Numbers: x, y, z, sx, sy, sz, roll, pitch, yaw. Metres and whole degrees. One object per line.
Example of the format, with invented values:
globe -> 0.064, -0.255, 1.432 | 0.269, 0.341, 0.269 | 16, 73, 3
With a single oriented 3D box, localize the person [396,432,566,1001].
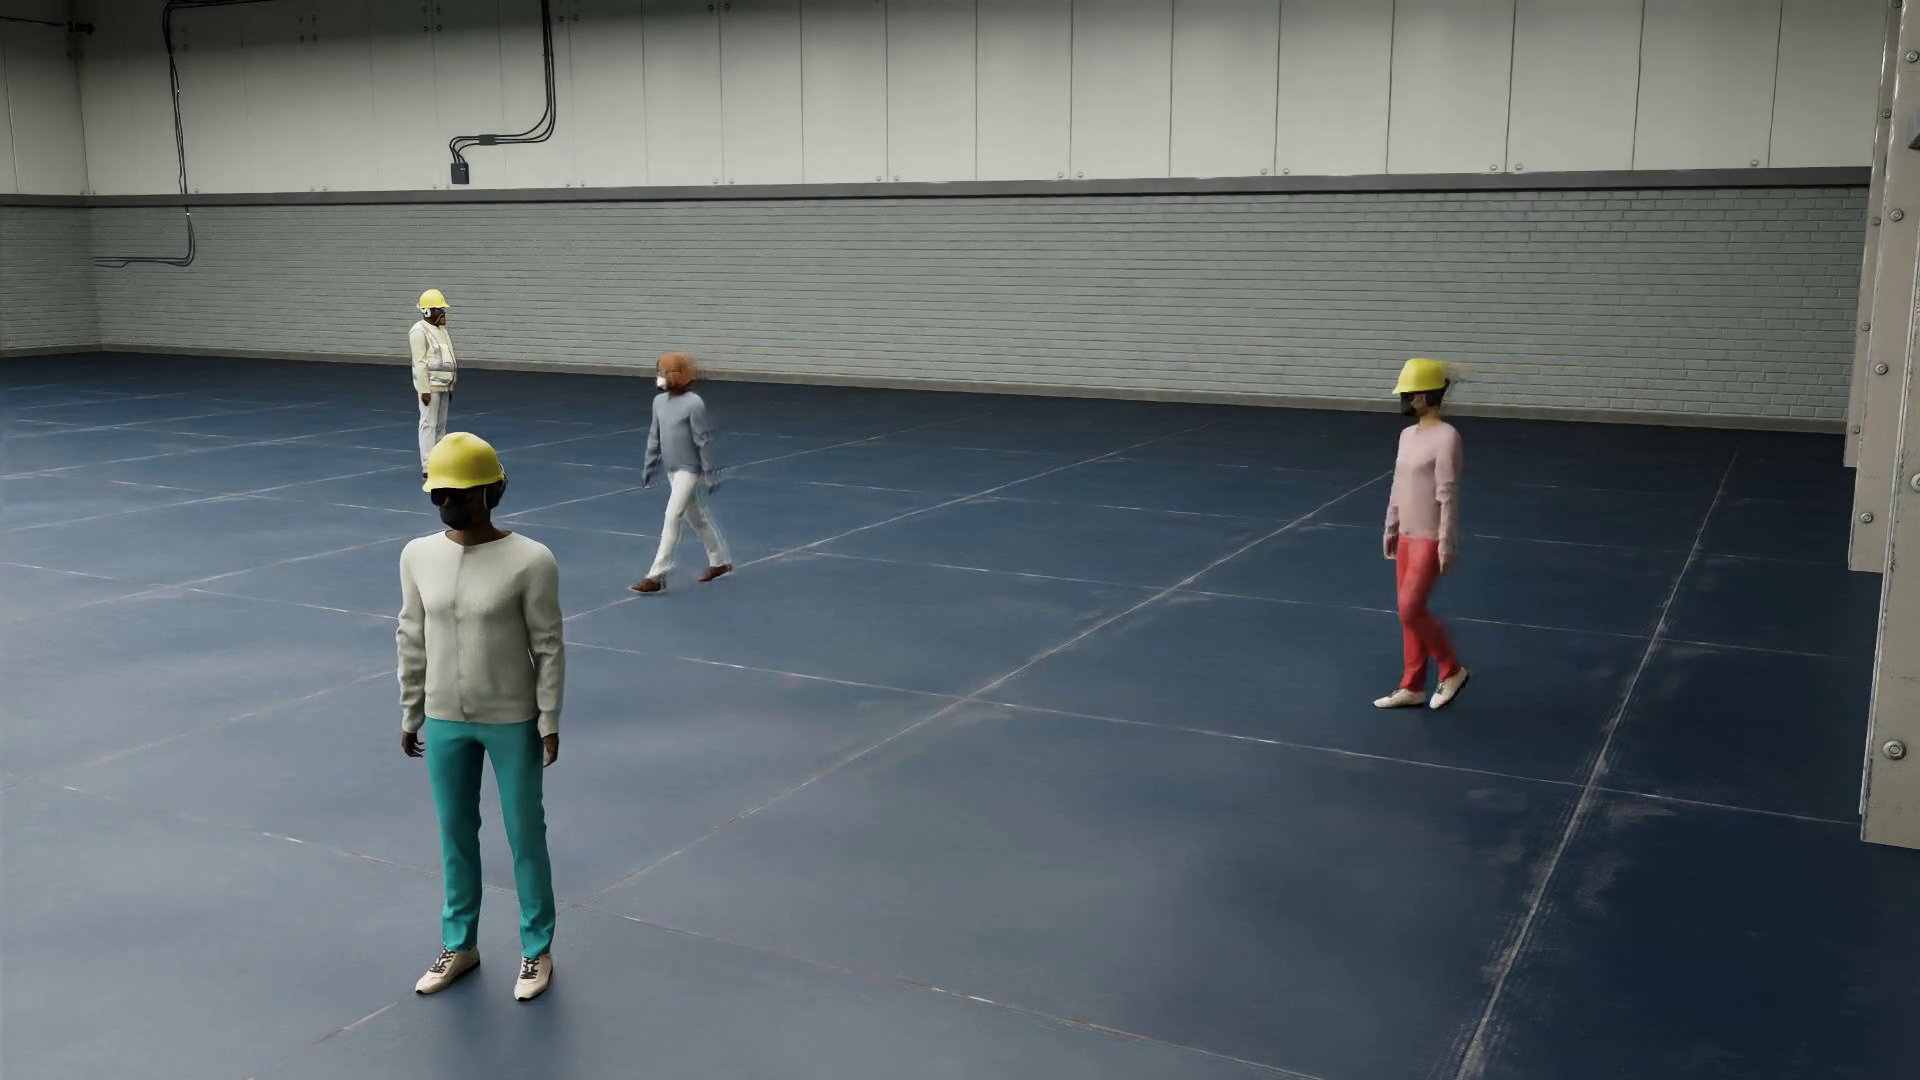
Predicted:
person -> -1.476, 0.547, 5.111 | 0.533, 1.767, 0.312 | 2, 11, 9

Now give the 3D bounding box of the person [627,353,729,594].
person -> -1.872, -0.453, 11.069 | 0.872, 1.584, 0.518 | -10, 14, -42

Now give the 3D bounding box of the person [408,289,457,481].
person -> -5.036, -1.481, 15.984 | 0.404, 1.835, 0.586 | 1, 10, 6

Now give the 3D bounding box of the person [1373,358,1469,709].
person -> 2.247, -0.011, 8.163 | 0.361, 1.752, 0.555 | -2, 11, -10
